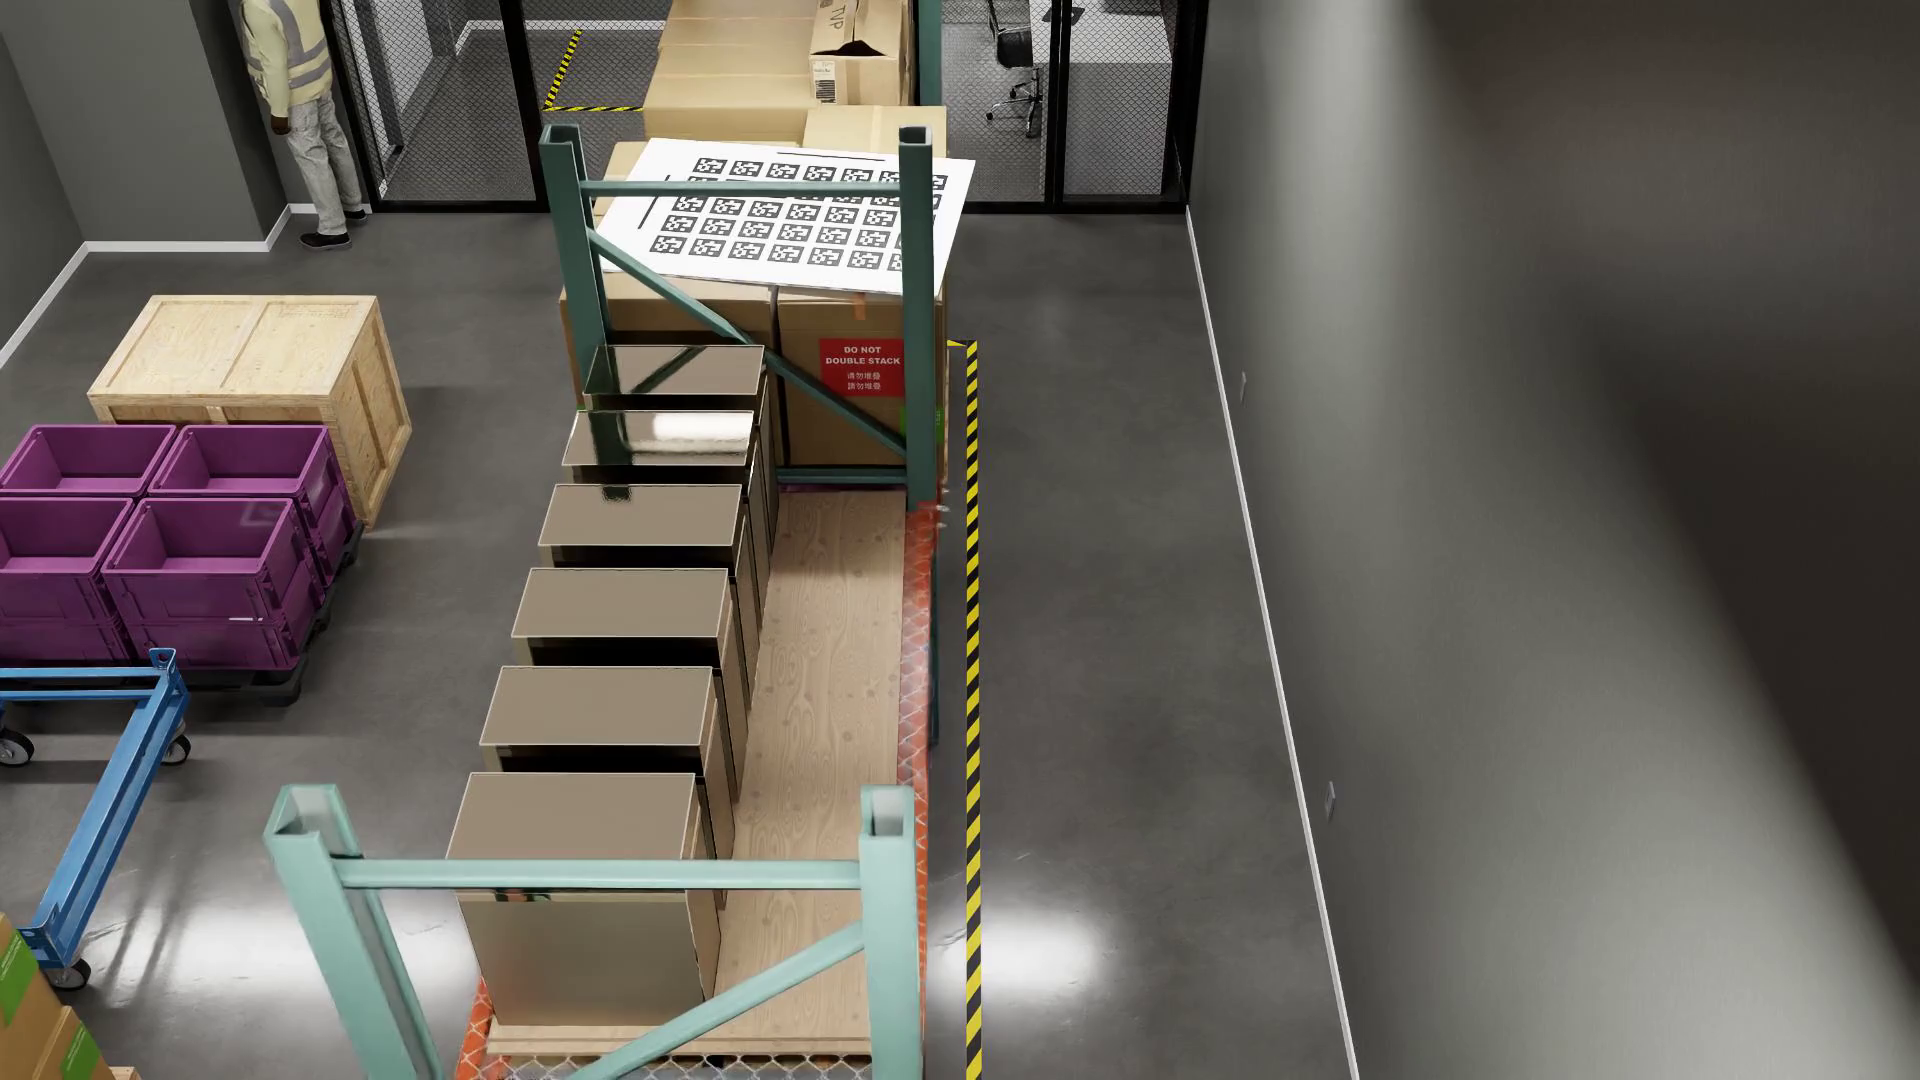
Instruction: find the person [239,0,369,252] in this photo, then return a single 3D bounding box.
[{"bbox_3d":[-3.481,-2.393,8.700,0.404,1.831,0.601,5,41,5],"label":"person"}]
